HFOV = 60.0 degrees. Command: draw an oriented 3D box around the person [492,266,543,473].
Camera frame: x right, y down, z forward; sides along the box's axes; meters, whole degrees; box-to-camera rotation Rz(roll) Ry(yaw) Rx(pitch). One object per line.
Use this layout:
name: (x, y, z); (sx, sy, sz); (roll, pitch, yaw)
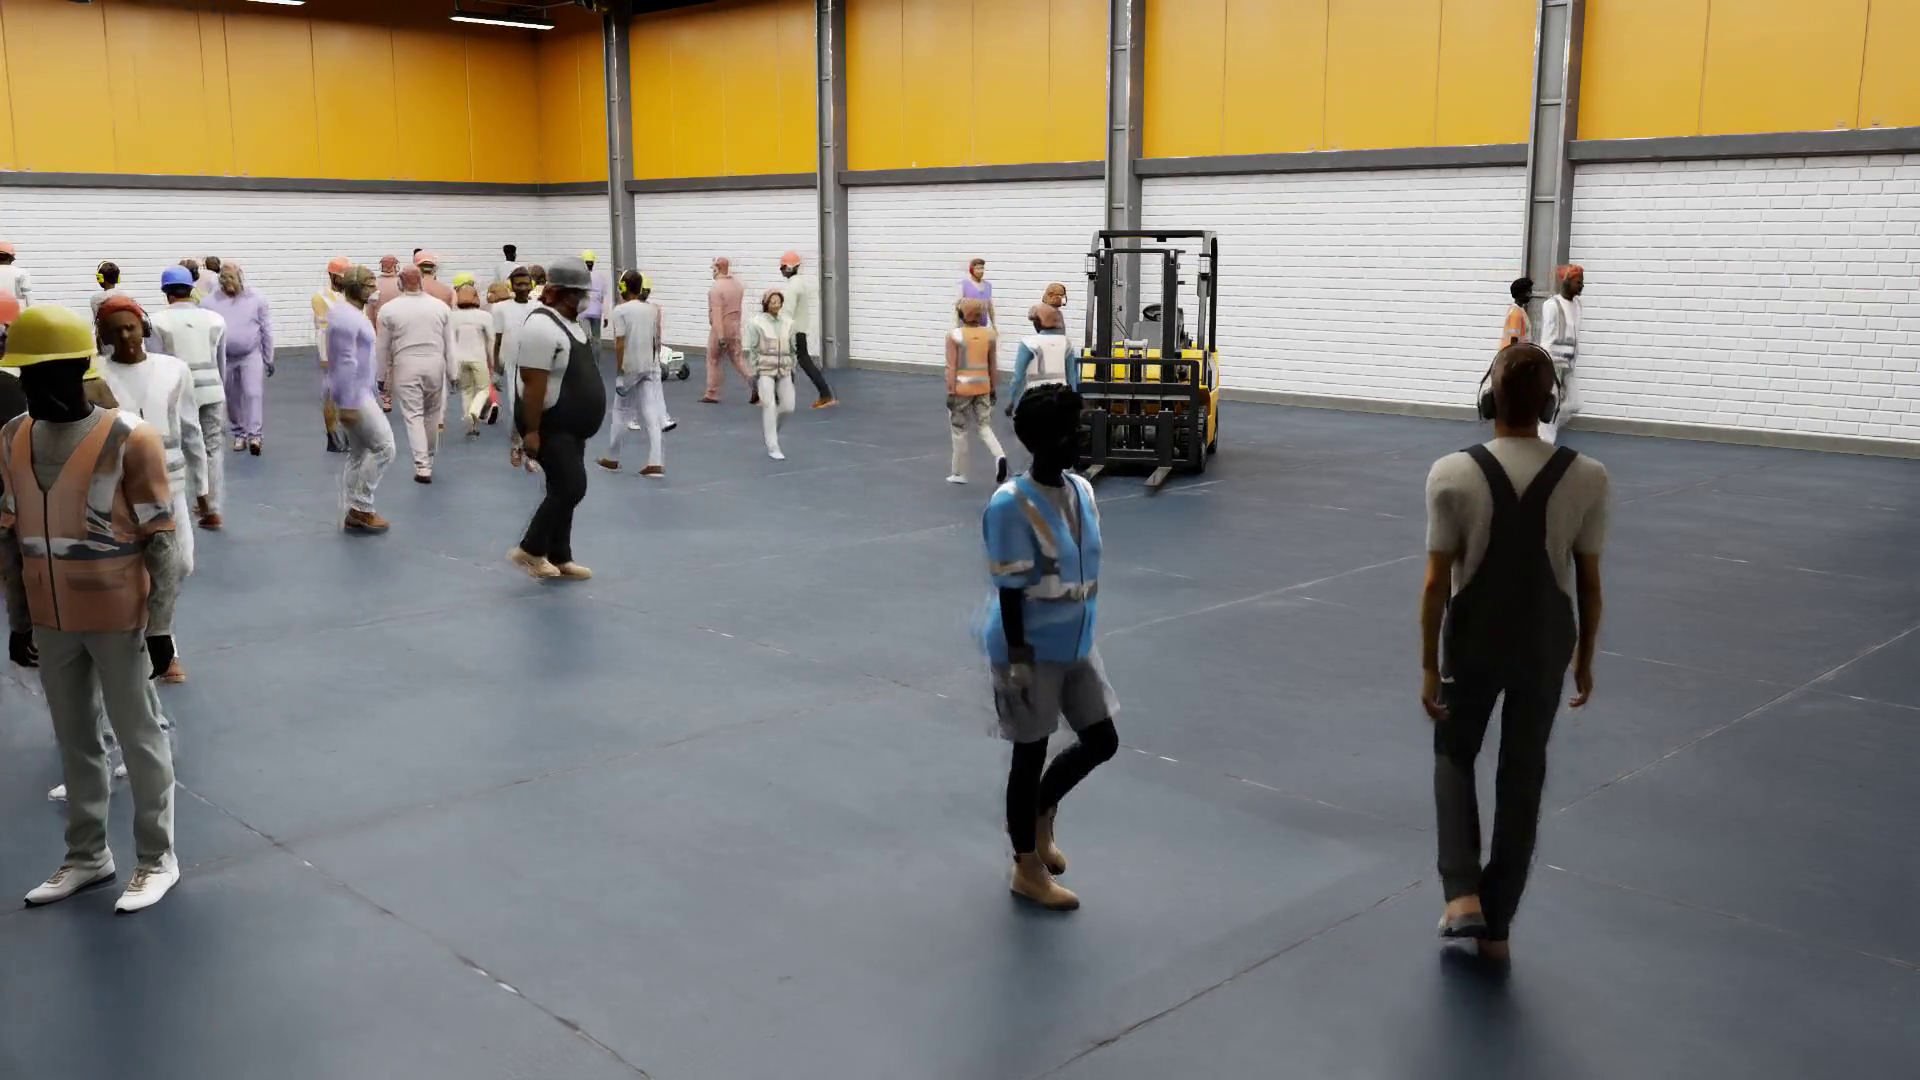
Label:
person: (-3.928, -1.527, 14.972); (0.555, 1.855, 0.405); (-5, 12, -26)

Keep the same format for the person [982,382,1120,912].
person: (0.281, 0.347, 5.230); (0.363, 1.684, 0.538); (9, 14, 41)

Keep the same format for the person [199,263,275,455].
person: (-7.057, -1.754, 16.205); (0.679, 1.854, 0.978); (-3, 11, -18)

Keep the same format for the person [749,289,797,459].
person: (-1.812, -1.595, 15.979); (0.518, 1.627, 0.480); (-7, 12, -32)

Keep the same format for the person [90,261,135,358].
person: (-8.616, -1.900, 16.969); (0.334, 1.873, 0.517); (5, 11, 25)

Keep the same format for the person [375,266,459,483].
person: (-4.792, -1.460, 14.591); (0.668, 1.854, 0.991); (-6, 12, -32)

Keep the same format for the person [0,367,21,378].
person: (-5.996, -0.642, 10.345); (0.926, 1.783, 0.606); (5, 12, 27)

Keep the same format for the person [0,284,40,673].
person: (-3.935, -0.071, 6.791); (0.661, 1.929, 1.009); (3, 11, 15)

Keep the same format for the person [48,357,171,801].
person: (-3.369, 0.127, 6.339); (0.495, 1.706, 0.784); (4, 11, 21)

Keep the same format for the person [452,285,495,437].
person: (-5.153, -1.869, 17.480); (0.504, 1.615, 0.543); (1, 10, 3)

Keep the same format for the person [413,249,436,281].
person: (-9.947, -4.393, 30.552); (0.753, 1.896, 0.606); (7, 12, 33)

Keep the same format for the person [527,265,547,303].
person: (-4.960, -2.382, 19.872); (0.993, 1.790, 0.633); (7, 12, 32)

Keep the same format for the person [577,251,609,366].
person: (-5.731, -3.497, 25.666); (0.591, 1.877, 0.982); (-4, 11, -20)

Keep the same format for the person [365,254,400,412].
person: (-6.829, -2.492, 20.101); (0.643, 1.908, 0.411); (-1, 10, -7)

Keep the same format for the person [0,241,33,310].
person: (-13.494, -3.210, 23.639); (0.611, 2.042, 0.394); (-3, 11, -18)

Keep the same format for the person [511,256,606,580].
person: (-2.429, -0.730, 10.123); (0.549, 2.000, 0.741); (1, 10, 5)

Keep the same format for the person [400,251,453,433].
person: (-5.852, -2.166, 18.175); (0.608, 1.956, 0.816); (-7, 13, -35)

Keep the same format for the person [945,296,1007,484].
person: (0.124, -1.252, 14.134); (0.522, 1.621, 0.634); (-6, 12, -31)

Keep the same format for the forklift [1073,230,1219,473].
forklift: (1.804, -1.825, 15.677); (1.214, 2.155, 2.313); (2, 11, 13)

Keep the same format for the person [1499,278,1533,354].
person: (5.860, -1.918, 17.559); (0.318, 1.691, 0.529); (4, 11, 19)

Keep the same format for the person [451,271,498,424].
person: (-5.496, -2.173, 18.832); (0.535, 1.734, 0.815); (-8, 13, -37)

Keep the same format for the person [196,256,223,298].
person: (-12.198, -3.733, 27.213); (0.628, 1.784, 1.000); (6, 12, 32)

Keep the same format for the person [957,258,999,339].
person: (0.227, -2.862, 22.345); (0.576, 1.828, 0.480); (-10, 14, -43)

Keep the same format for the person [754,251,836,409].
person: (-2.007, -2.575, 20.455); (1.009, 1.951, 0.630); (0, 10, -1)

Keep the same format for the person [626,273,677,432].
person: (-3.416, -2.018, 18.015); (0.541, 1.713, 0.922); (-8, 13, -37)

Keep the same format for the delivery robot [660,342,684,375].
delivery robot: (-4.414, -2.686, 24.565); (0.707, 0.478, 0.477); (10, 14, 38)

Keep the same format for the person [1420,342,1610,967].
person: (1.600, 0.338, 4.864); (0.515, 1.827, 0.407); (2, 11, 12)

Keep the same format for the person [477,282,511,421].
person: (-5.262, -2.123, 18.937); (0.798, 1.591, 0.516); (3, 11, 17)

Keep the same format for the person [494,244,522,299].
person: (-8.436, -4.560, 31.217); (0.608, 1.963, 0.369); (3, 11, 14)

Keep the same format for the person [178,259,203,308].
person: (-9.731, -2.621, 21.025); (0.432, 1.834, 0.627); (-3, 11, -14)

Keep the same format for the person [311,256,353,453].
person: (-6.104, -1.835, 16.459); (0.374, 1.928, 0.543); (5, 12, 26)

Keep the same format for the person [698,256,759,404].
person: (-2.922, -2.651, 21.071); (0.872, 1.875, 0.639); (6, 12, 30)

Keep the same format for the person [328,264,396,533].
person: (-4.236, -0.990, 11.850); (0.505, 1.922, 0.650); (-2, 11, -13)

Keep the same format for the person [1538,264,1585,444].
person: (5.511, -1.603, 15.358); (0.591, 1.874, 0.456); (-8, 13, -38)

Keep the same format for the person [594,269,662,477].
person: (-2.962, -1.495, 14.871); (0.921, 1.824, 0.552); (9, 14, 40)

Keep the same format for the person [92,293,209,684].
person: (-3.984, -0.263, 8.072); (0.587, 1.869, 0.701); (-9, 13, -39)

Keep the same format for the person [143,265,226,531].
person: (-5.639, -1.031, 12.104); (0.597, 1.911, 0.732); (-9, 14, -40)

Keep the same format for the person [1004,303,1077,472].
person: (0.708, -1.067, 13.163); (0.535, 1.605, 0.795); (-7, 13, -35)

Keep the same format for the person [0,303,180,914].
person: (-2.749, 0.226, 5.225); (0.594, 1.924, 0.383); (2, 11, 13)

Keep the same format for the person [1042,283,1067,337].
person: (0.994, -1.886, 17.537); (0.274, 1.632, 0.507); (3, 11, 17)
